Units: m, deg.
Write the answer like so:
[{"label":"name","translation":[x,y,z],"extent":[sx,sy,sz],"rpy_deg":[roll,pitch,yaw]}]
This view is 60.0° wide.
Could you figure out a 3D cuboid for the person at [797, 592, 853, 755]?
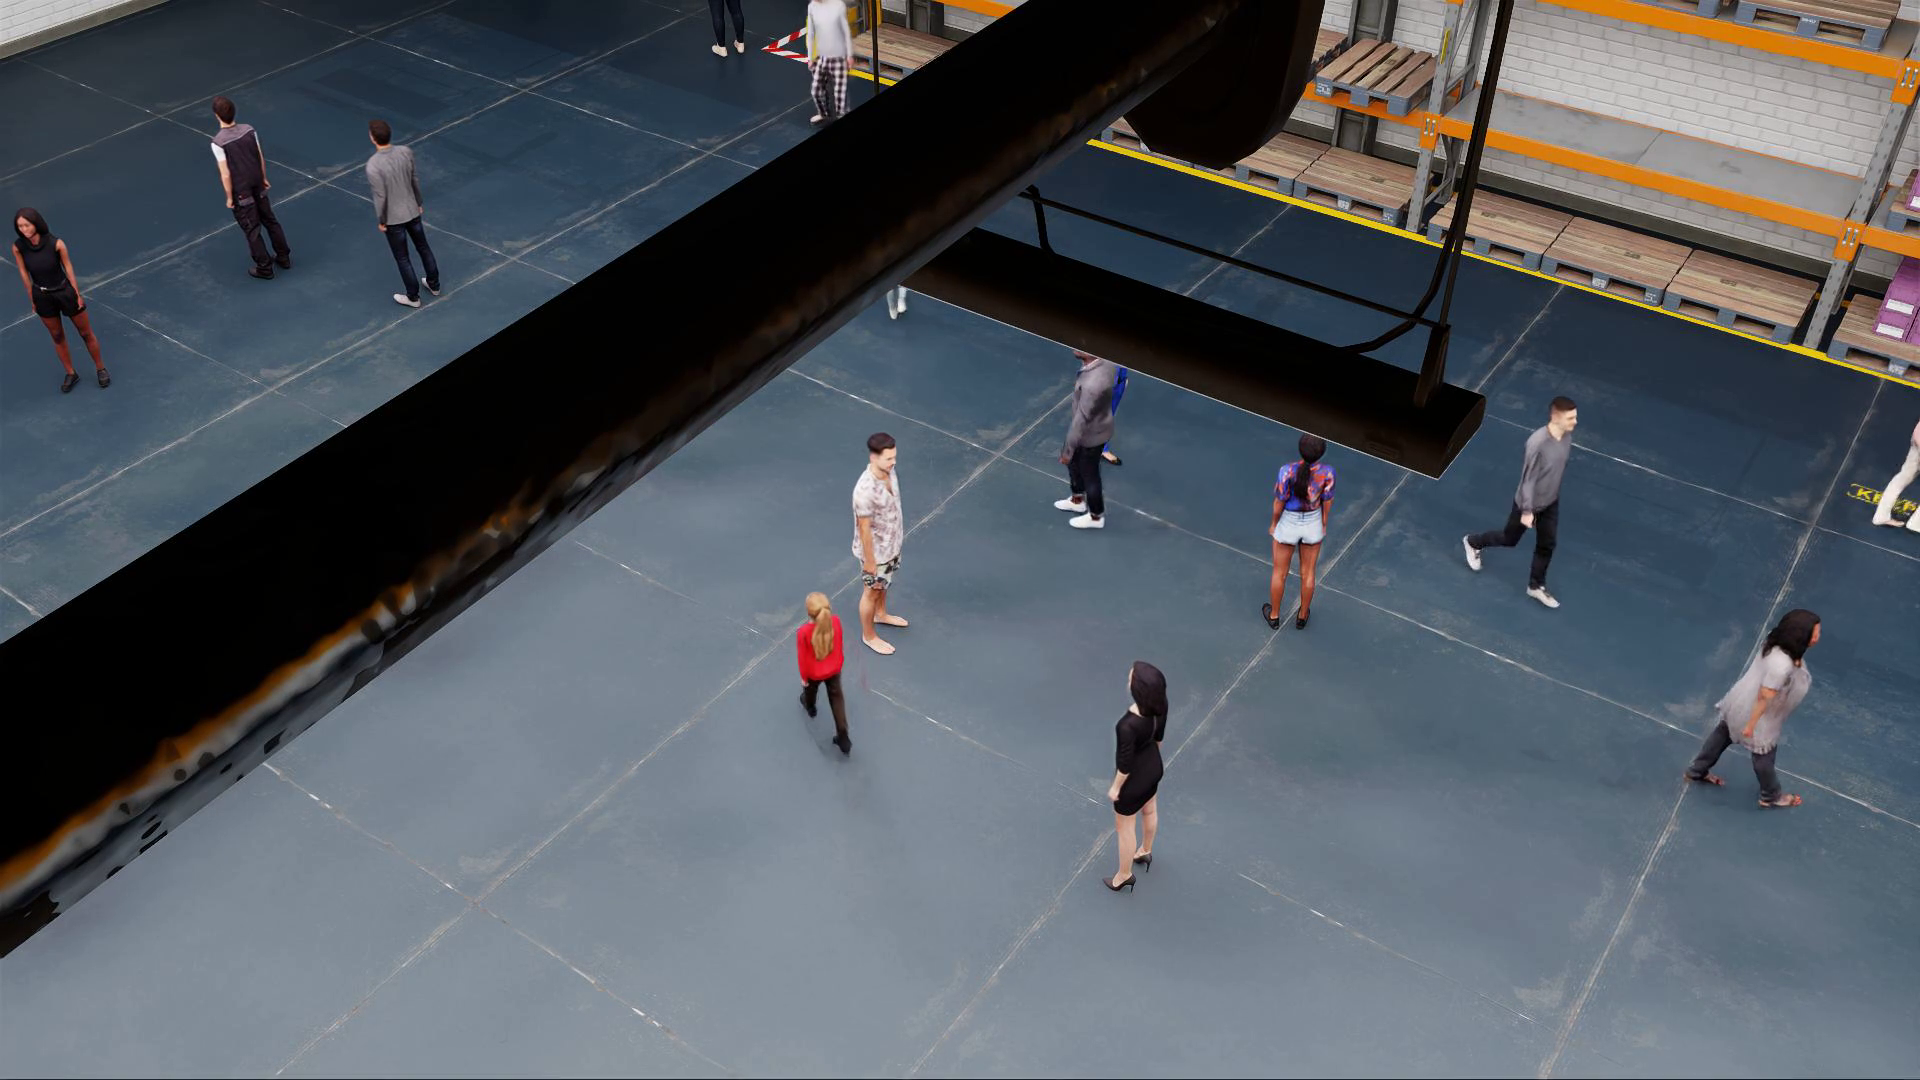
[{"label":"person","translation":[-0.904,0.908,11.291],"extent":[0.791,1.254,0.987],"rpy_deg":[-17,42,-20]}]

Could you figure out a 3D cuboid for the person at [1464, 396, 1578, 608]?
[{"label":"person","translation":[4.241,-0.337,12.466],"extent":[0.883,1.732,1.176],"rpy_deg":[-23,44,-26]}]

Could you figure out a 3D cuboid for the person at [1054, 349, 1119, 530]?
[{"label":"person","translation":[1.107,-0.840,13.038],"extent":[0.849,1.806,0.854],"rpy_deg":[7,39,9]}]

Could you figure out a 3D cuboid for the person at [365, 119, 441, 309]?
[{"label":"person","translation":[-5.323,-3.115,15.832],"extent":[0.591,1.874,0.674],"rpy_deg":[25,45,28]}]

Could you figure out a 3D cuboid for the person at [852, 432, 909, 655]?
[{"label":"person","translation":[-0.600,-0.015,11.997],"extent":[0.667,1.815,0.726],"rpy_deg":[12,40,14]}]

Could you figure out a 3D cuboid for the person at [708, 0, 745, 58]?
[{"label":"person","translation":[-2.943,-6.941,20.674],"extent":[0.739,1.809,0.744],"rpy_deg":[-20,43,-23]}]

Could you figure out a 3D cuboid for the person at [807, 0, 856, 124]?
[{"label":"person","translation":[-1.415,-5.483,18.847],"extent":[0.814,1.811,0.941],"rpy_deg":[-2,39,-3]}]

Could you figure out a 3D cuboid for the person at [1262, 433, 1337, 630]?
[{"label":"person","translation":[2.470,-0.078,12.134],"extent":[0.628,1.743,0.731],"rpy_deg":[1,39,2]}]

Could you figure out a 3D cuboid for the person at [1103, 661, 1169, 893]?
[{"label":"person","translation":[1.088,1.455,10.164],"extent":[0.513,1.806,0.605],"rpy_deg":[29,47,31]}]

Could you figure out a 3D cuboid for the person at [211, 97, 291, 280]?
[{"label":"person","translation":[-6.975,-3.449,16.271],"extent":[0.577,1.848,0.650],"rpy_deg":[21,43,24]}]

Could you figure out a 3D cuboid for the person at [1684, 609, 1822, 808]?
[{"label":"person","translation":[5.115,1.071,10.826],"extent":[1.030,1.579,0.831],"rpy_deg":[9,40,12]}]

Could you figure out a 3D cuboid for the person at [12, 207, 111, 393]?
[{"label":"person","translation":[-7.986,-2.137,14.713],"extent":[0.669,1.741,0.714],"rpy_deg":[-9,40,-11]}]
